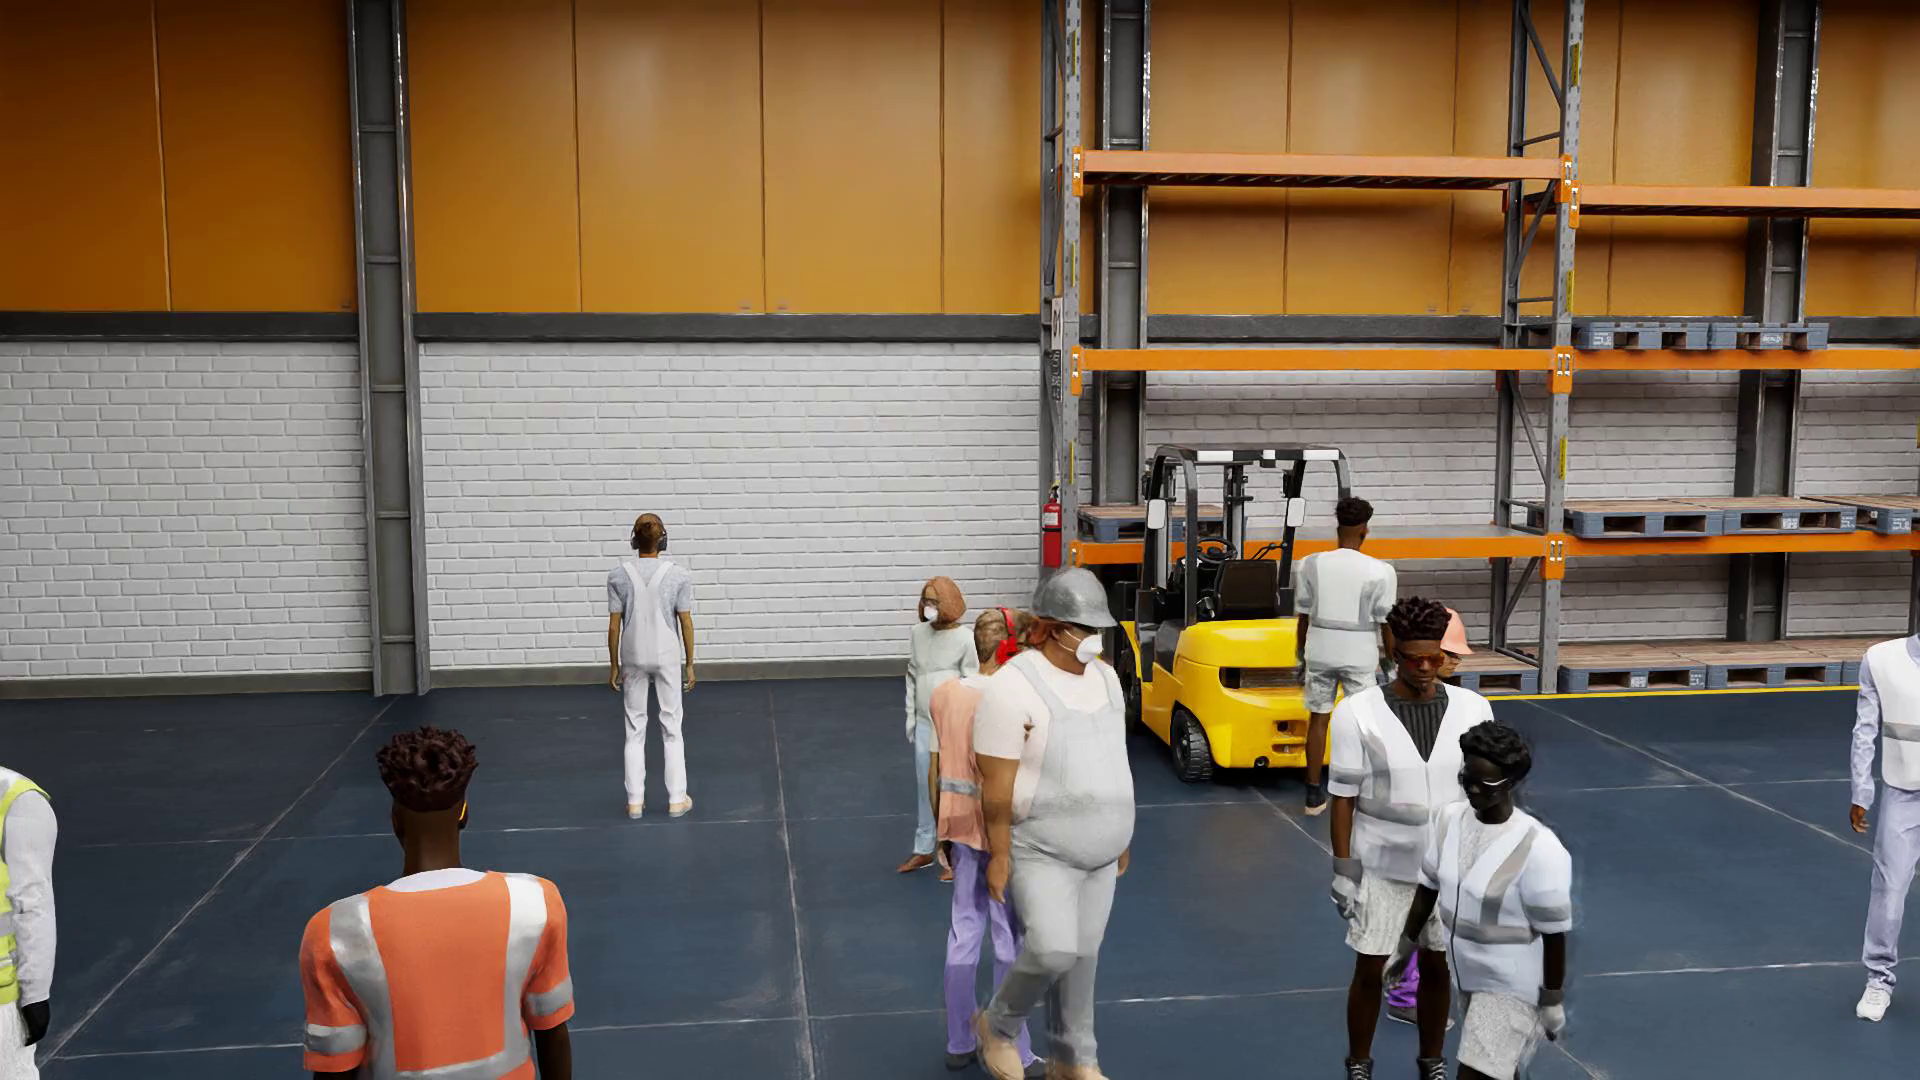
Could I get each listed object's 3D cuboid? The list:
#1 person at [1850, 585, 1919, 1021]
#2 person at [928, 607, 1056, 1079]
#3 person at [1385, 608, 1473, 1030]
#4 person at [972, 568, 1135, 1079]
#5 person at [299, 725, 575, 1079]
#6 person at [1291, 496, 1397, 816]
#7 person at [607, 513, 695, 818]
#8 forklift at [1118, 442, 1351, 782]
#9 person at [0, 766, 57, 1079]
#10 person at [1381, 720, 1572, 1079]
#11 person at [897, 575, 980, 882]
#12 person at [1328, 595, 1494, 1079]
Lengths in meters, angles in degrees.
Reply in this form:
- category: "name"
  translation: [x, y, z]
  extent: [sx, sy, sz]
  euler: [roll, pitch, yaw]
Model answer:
- category: "person"
  translation: [4.053, 1.072, 6.952]
  extent: [0.596, 1.921, 0.380]
  euler: [3, 7, 25]
- category: "person"
  translation: [0.117, 1.174, 6.410]
  extent: [0.575, 1.837, 0.374]
  euler: [6, 9, 40]
- category: "person"
  translation: [1.968, 1.148, 7.027]
  extent: [0.339, 1.748, 0.564]
  euler: [2, 7, 17]
- category: "person"
  translation: [0.405, 1.098, 6.205]
  extent: [0.707, 2.000, 0.536]
  euler: [-6, 9, -43]
- category: "person"
  translation: [-1.200, 1.402, 3.872]
  extent: [0.613, 1.962, 0.367]
  euler: [-4, 7, -28]
- category: "person"
  translation: [2.299, 0.717, 9.952]
  extent: [0.639, 1.960, 0.400]
  euler: [3, 7, 25]
- category: "person"
  translation: [-1.861, 0.757, 10.038]
  extent: [0.511, 1.844, 0.328]
  euler: [0, 7, -4]
- category: "forklift"
  translation: [1.912, 0.418, 11.496]
  extent: [1.214, 2.155, 2.313]
  euler: [-1, 7, -8]
- category: "person"
  translation: [-3.015, 1.347, 4.966]
  extent: [0.638, 1.830, 0.429]
  euler: [0, 7, 2]
- category: "person"
  translation: [1.575, 1.389, 5.216]
  extent: [0.724, 1.668, 0.554]
  euler: [-2, 7, -21]
- category: "person"
  translation: [-0.102, 0.996, 8.871]
  extent: [0.504, 1.632, 0.283]
  euler: [5, 8, 40]
- category: "person"
  translation: [1.630, 1.162, 6.033]
  extent: [0.601, 1.957, 0.375]
  euler: [-1, 7, -5]
